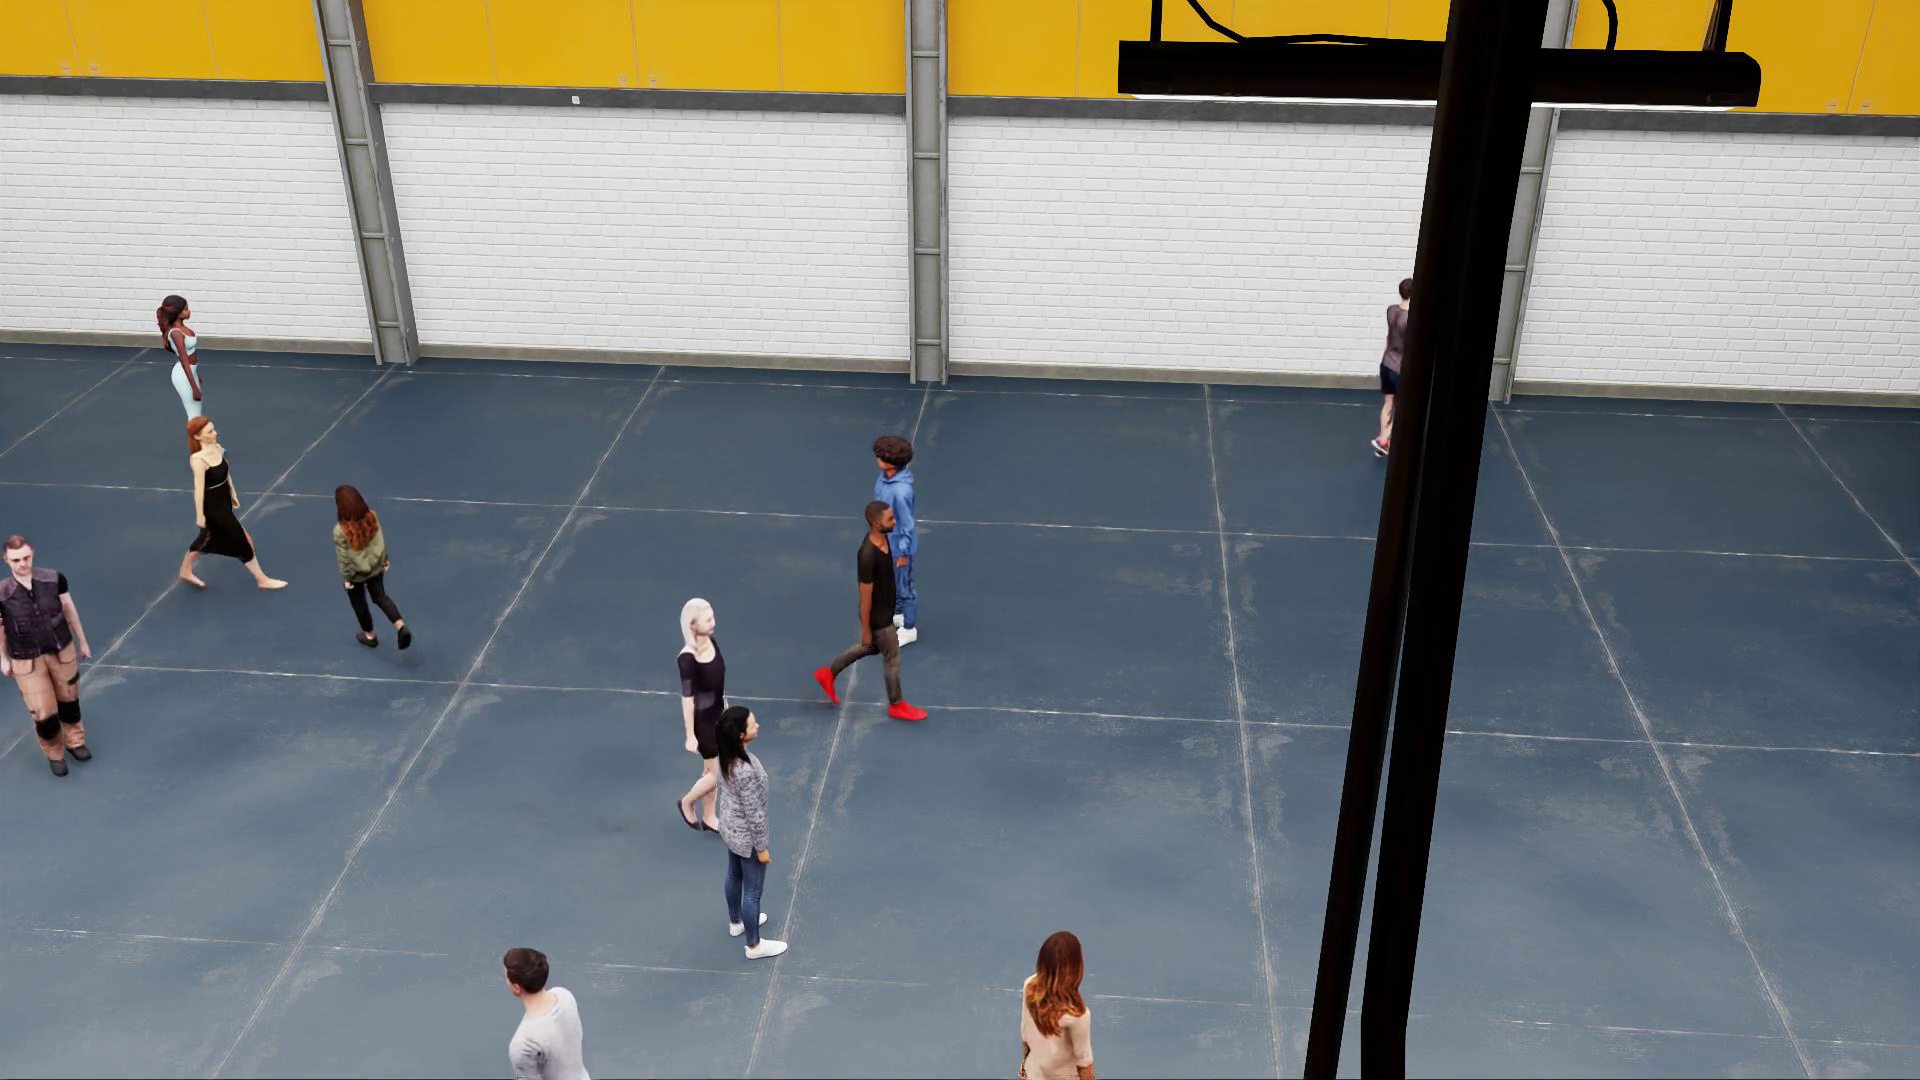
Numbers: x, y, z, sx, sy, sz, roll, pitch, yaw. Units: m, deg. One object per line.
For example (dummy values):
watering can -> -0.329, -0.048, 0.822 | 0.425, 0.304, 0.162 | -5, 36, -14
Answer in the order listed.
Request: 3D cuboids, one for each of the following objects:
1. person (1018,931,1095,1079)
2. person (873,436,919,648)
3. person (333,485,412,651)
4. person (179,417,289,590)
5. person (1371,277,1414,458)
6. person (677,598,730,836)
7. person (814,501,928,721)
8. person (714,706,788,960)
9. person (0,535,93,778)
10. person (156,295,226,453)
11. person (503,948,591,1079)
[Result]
person -> 0.415, 2.710, 8.170 | 1.137, 1.761, 1.014 | -18, 34, -30
person -> -0.492, -0.013, 13.117 | 0.717, 1.805, 0.749 | -10, 30, -17
person -> -4.608, 0.256, 12.983 | 0.969, 1.460, 0.845 | 21, 35, 33
person -> -6.276, -0.262, 13.817 | 1.160, 1.570, 0.647 | 0, 29, 0
person -> 4.163, -1.632, 16.047 | 0.863, 1.840, 0.815 | -13, 31, -23
person -> -1.750, 1.191, 10.892 | 0.715, 1.821, 0.669 | 7, 29, 13
person -> -0.698, 0.521, 12.164 | 1.128, 1.778, 0.714 | 4, 29, 8
person -> -1.299, 1.734, 9.989 | 0.705, 1.732, 0.690 | -15, 32, -25
person -> -6.468, 0.761, 11.678 | 0.872, 1.824, 0.827 | 25, 37, 38
person -> -7.431, -1.536, 15.997 | 0.663, 1.720, 0.647 | -10, 30, -18
person -> -1.850, 2.771, 8.001 | 0.966, 1.815, 0.794 | 10, 30, 18
